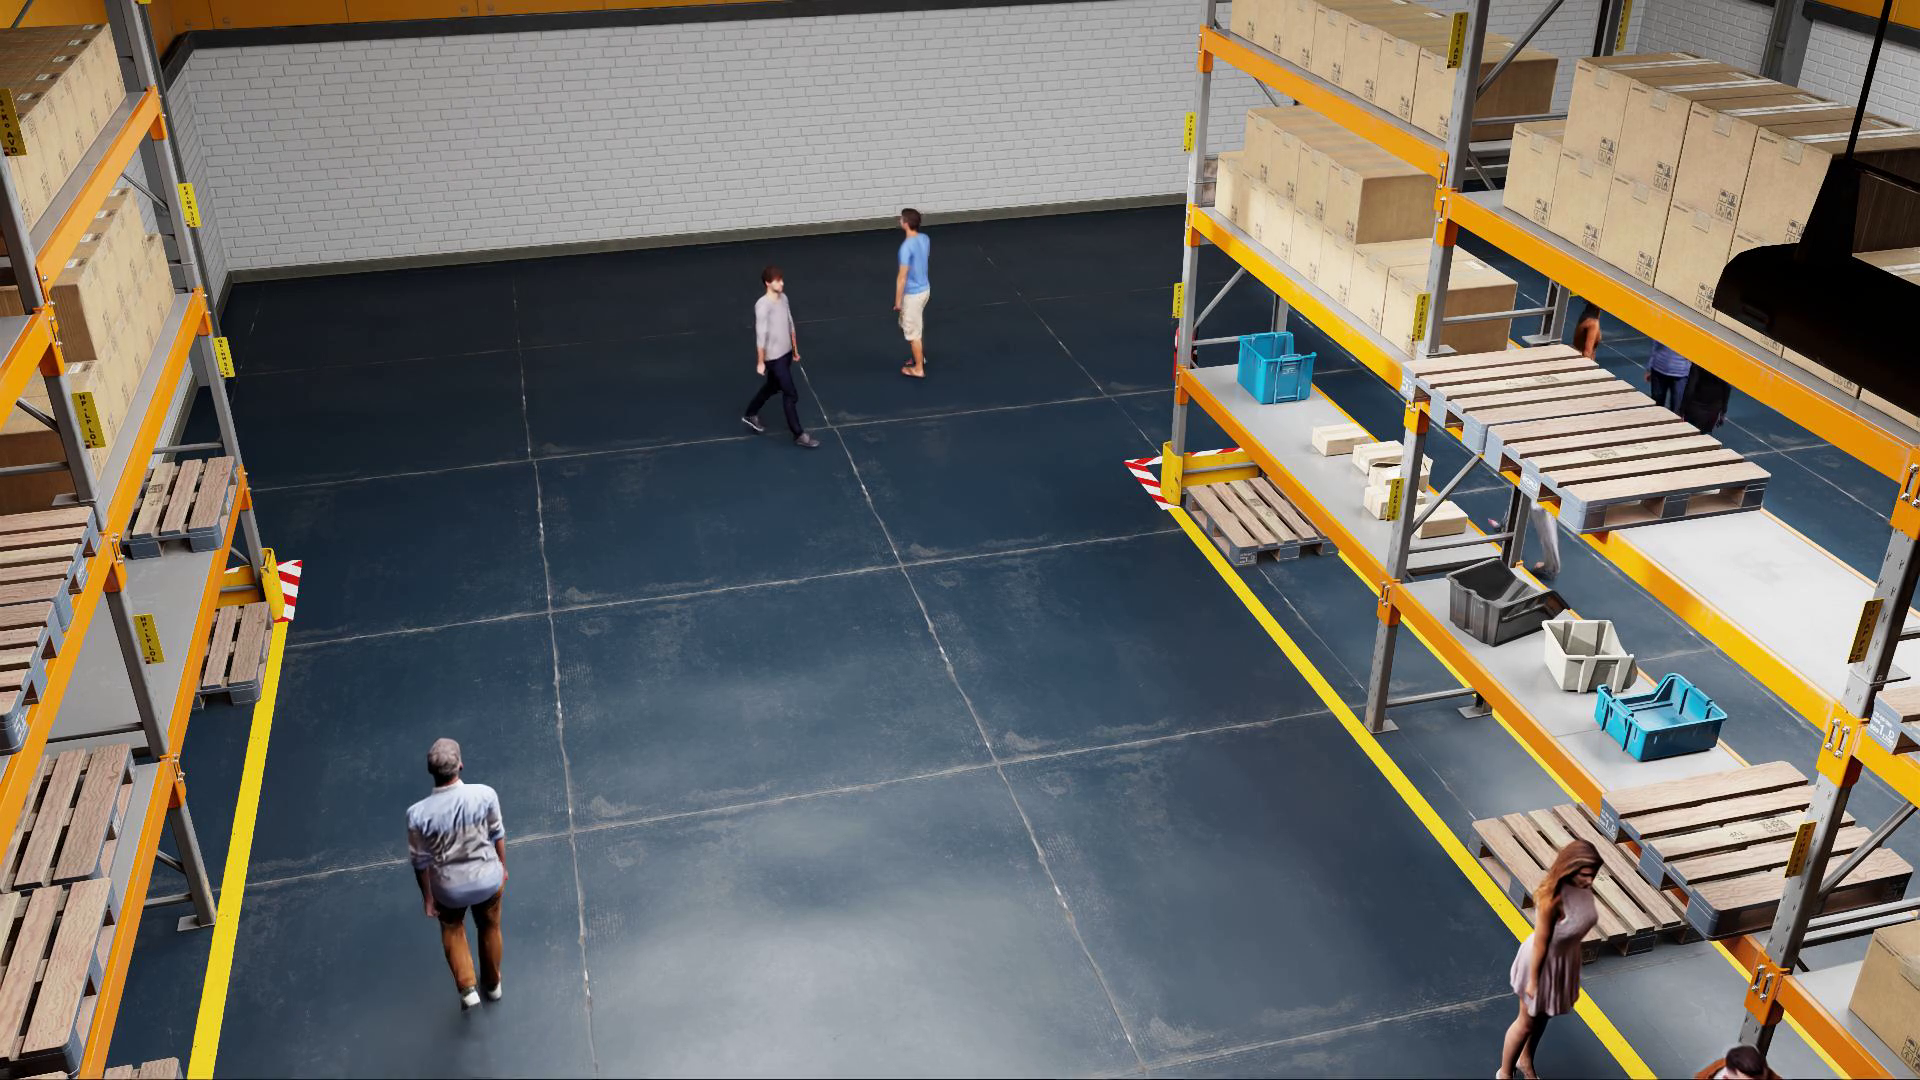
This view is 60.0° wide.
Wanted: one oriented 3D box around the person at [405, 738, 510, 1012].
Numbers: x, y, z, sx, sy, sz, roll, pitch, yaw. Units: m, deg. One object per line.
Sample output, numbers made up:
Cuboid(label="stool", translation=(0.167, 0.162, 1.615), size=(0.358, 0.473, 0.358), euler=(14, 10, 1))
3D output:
Cuboid(label="person", translation=(-2.792, 1.955, 9.432), size=(0.720, 1.813, 0.788), euler=(-11, 30, -19))

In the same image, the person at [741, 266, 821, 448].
Cuboid(label="person", translation=(-1.879, -1.814, 16.353), size=(1.180, 1.802, 1.196), euler=(12, 31, 20))

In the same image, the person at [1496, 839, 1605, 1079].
Cuboid(label="person", translation=(3.135, 2.290, 8.864), size=(0.651, 1.768, 0.681), euler=(-19, 34, -31))

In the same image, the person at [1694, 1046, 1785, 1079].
Cuboid(label="person", translation=(3.370, 2.986, 7.517), size=(0.717, 1.837, 0.701), euler=(-5, 29, -9))

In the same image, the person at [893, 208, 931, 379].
Cuboid(label="person", translation=(-0.410, -2.622, 17.777), size=(0.849, 1.857, 0.786), euler=(15, 32, 25))
